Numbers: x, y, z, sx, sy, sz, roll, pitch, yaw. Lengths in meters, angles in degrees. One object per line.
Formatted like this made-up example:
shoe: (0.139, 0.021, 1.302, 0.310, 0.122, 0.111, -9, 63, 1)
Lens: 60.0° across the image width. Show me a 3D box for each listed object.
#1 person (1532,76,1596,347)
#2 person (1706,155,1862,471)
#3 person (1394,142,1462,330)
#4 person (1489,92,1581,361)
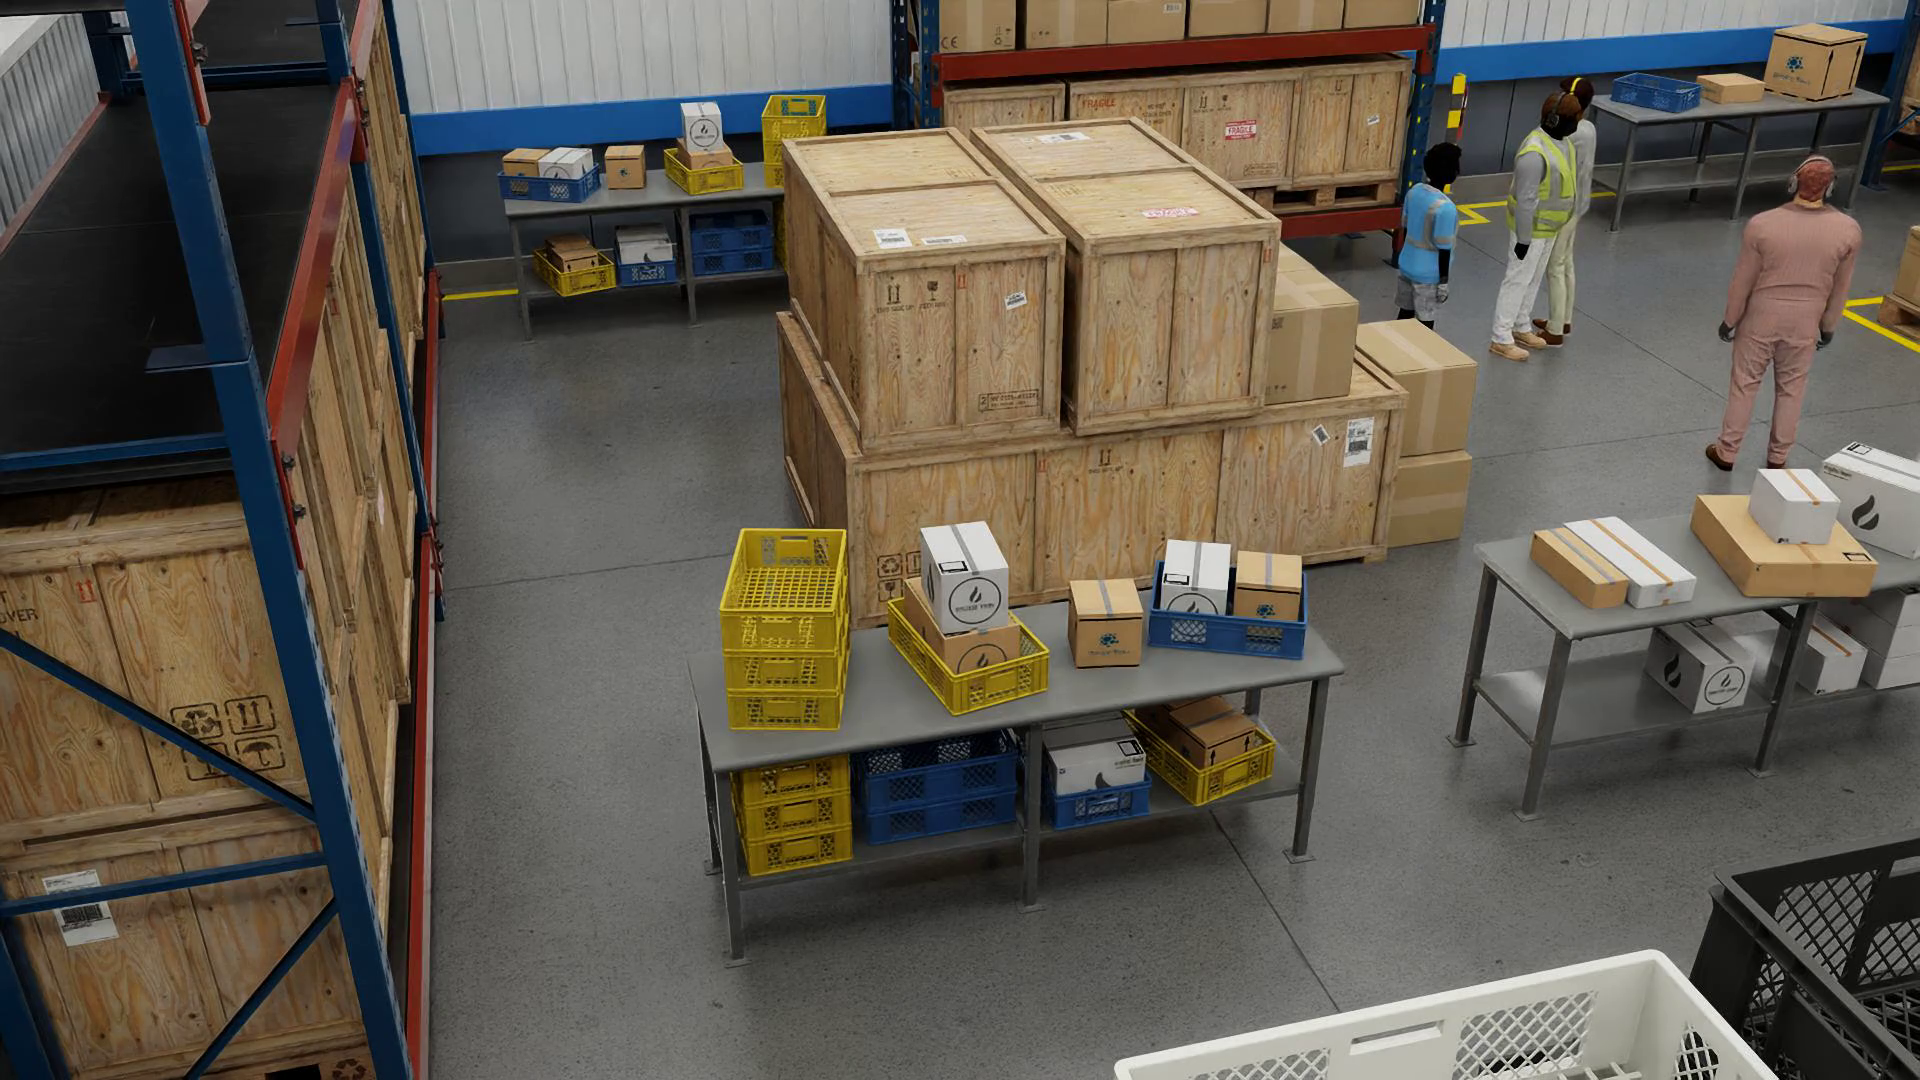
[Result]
person: (4.219, -2.289, 11.623, 0.370, 1.856, 0.531, 17, 33, 28)
person: (4.819, -1.310, 9.784, 0.652, 1.906, 0.402, 5, 29, 9)
person: (3.014, -1.729, 10.758, 0.316, 1.695, 0.542, -7, 30, -12)
person: (3.954, -2.142, 11.375, 0.430, 1.836, 0.619, 20, 34, 31)
